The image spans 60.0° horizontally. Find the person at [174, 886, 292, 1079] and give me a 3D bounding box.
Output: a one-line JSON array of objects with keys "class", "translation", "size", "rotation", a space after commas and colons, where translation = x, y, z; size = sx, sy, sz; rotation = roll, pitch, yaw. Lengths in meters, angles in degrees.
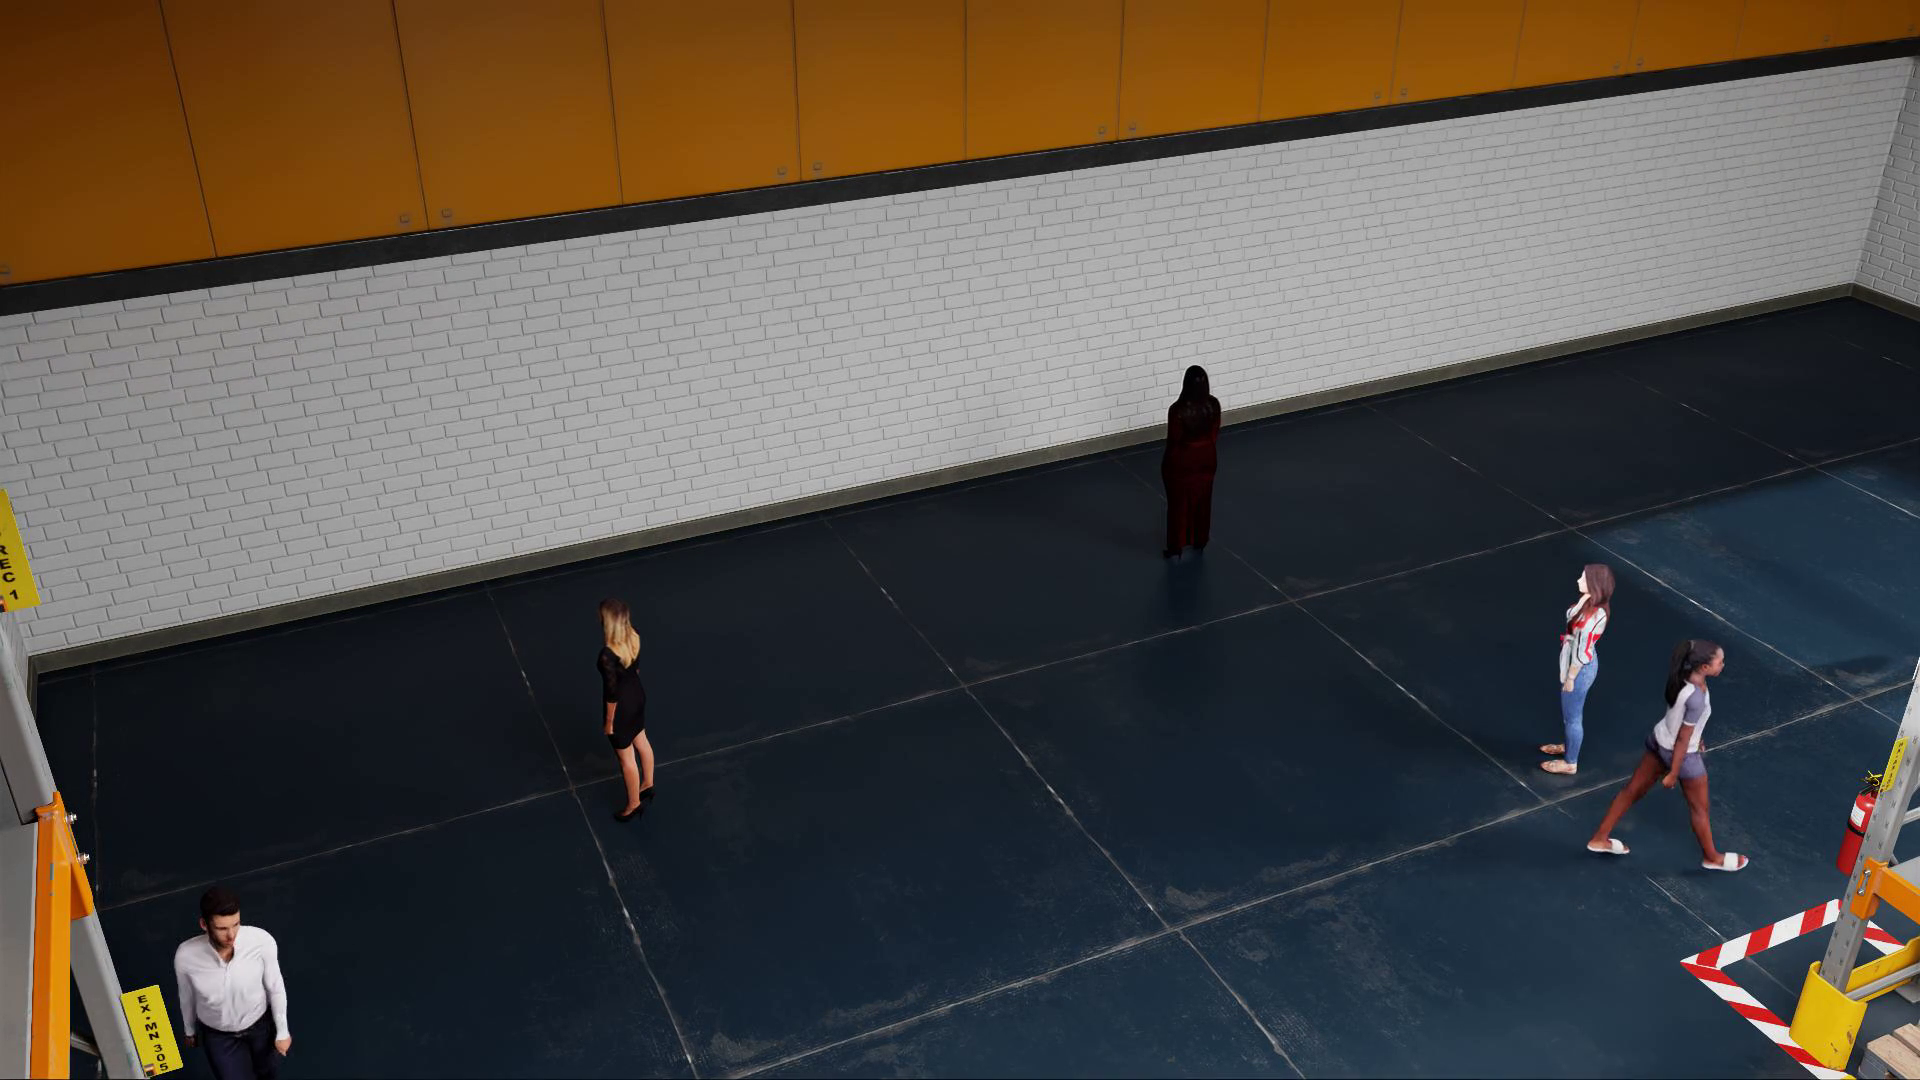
[{"class": "person", "translation": [-3.638, 2.400, 8.379], "size": [0.680, 1.812, 1.204], "rotation": [-9, 30, -17]}]

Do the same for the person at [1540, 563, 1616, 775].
[{"class": "person", "translation": [4.250, 0.866, 11.401], "size": [0.707, 1.611, 0.649], "rotation": [10, 30, 18]}]

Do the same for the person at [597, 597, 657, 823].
[{"class": "person", "translation": [-2.194, 1.103, 10.899], "size": [0.661, 1.677, 0.593], "rotation": [9, 30, 16]}]

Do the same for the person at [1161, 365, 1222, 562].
[{"class": "person", "translation": [1.951, -0.649, 14.027], "size": [0.647, 1.757, 0.578], "rotation": [-13, 31, -22]}]

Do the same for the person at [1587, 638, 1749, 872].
[{"class": "person", "translation": [4.390, 1.355, 10.445], "size": [1.138, 1.669, 1.201], "rotation": [5, 29, 8]}]
